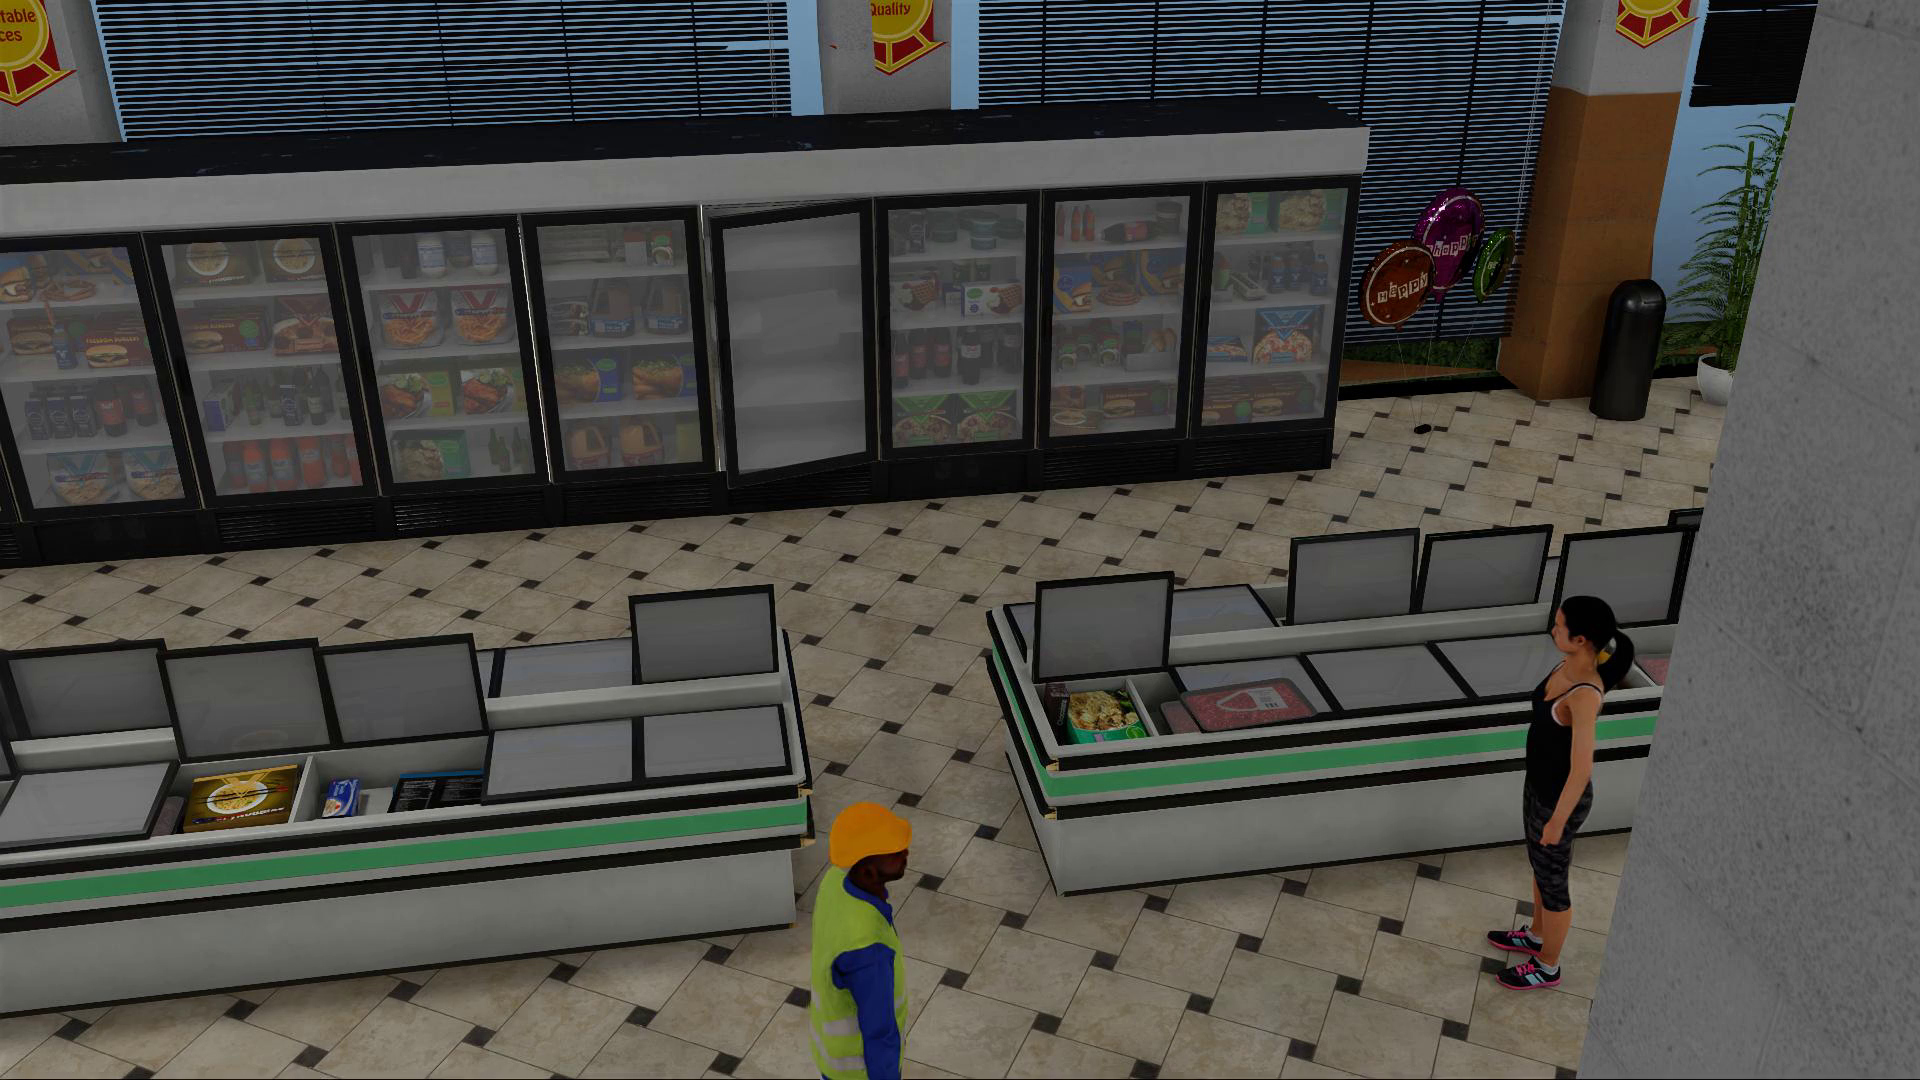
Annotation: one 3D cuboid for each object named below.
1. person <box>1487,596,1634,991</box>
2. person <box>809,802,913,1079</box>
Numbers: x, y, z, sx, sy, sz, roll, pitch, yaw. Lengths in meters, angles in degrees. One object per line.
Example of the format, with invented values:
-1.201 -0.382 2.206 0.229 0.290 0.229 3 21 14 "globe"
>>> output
2.314 0.983 6.414 0.639 1.726 0.639 5 27 9 "person"
-0.320 1.567 5.171 0.582 1.807 0.661 -6 28 -12 "person"
